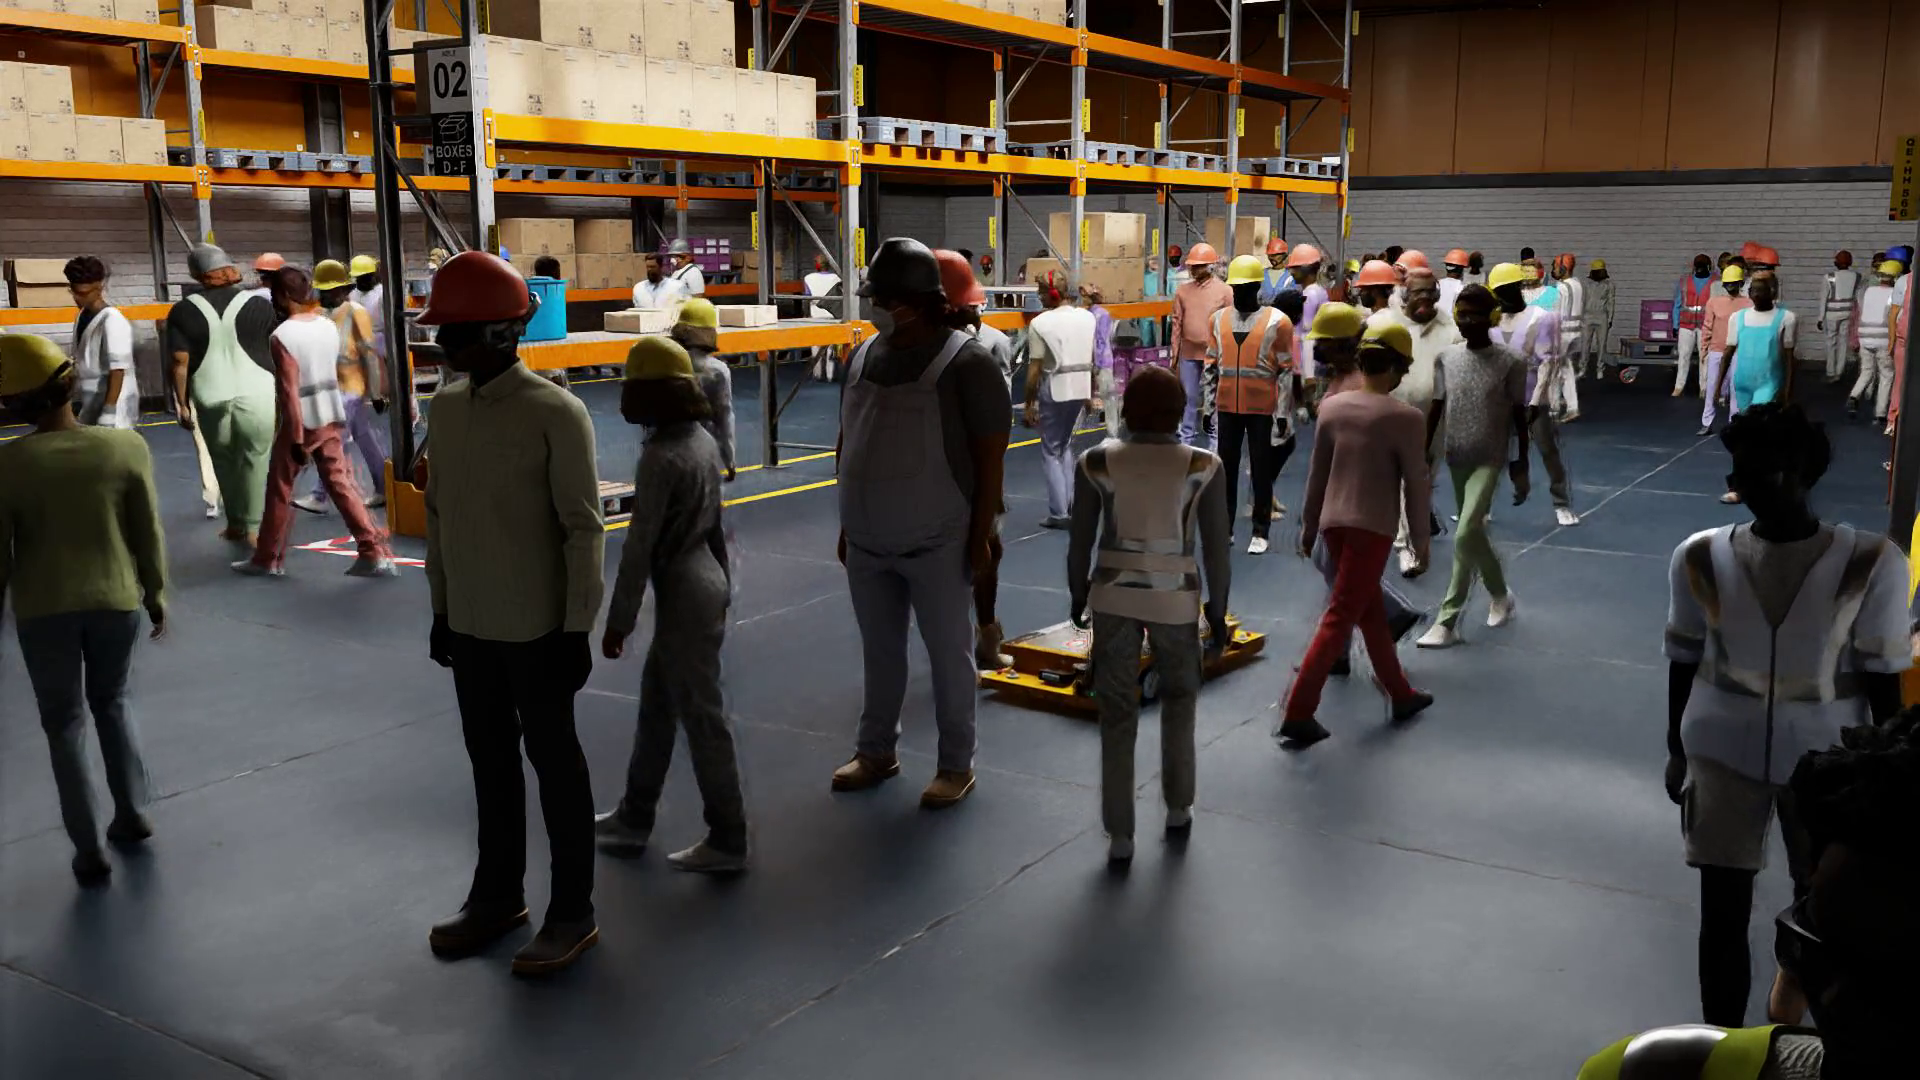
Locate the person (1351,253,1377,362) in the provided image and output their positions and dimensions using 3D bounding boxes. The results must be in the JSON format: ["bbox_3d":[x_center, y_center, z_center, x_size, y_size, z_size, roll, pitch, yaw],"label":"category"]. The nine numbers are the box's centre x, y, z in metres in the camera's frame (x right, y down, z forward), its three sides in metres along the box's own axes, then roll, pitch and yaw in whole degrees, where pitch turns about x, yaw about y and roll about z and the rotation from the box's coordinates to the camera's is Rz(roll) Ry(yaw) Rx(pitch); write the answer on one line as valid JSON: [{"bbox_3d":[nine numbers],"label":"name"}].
[{"bbox_3d":[5.739,-3.112,23.415,0.516,1.843,0.326,0,10,1],"label":"person"}]

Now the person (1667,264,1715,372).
[{"bbox_3d":[11.297,-3.406,25.444,0.874,1.703,0.563,-1,10,-6],"label":"person"}]

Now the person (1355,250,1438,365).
[{"bbox_3d":[3.411,-1.282,13.040,0.599,1.930,0.900,2,10,10],"label":"person"}]

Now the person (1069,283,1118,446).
[{"bbox_3d":[1.235,-1.684,16.155,0.811,1.601,0.527,-6,12,-30],"label":"person"}]

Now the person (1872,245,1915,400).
[{"bbox_3d":[11.804,-2.722,20.917,0.614,1.963,0.362,6,12,32],"label":"person"}]

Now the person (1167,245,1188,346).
[{"bbox_3d":[3.638,-4.021,28.204,0.552,1.933,0.368,6,12,32],"label":"person"}]

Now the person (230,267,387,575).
[{"bbox_3d":[-3.925,-0.695,9.976,0.973,1.872,0.601,3,11,15],"label":"person"}]

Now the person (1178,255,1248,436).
[{"bbox_3d":[2.644,-1.994,17.169,0.932,1.853,0.672,-6,12,-29],"label":"person"}]

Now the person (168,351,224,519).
[{"bbox_3d":[-5.561,-0.983,12.336,0.505,1.585,0.833,-5,11,-26],"label":"person"}]

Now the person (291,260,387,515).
[{"bbox_3d":[-4.612,-1.119,12.279,0.606,1.865,0.952,9,13,40],"label":"person"}]

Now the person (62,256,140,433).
[{"bbox_3d":[-5.664,-0.865,10.770,0.687,1.914,0.823,9,13,40],"label":"person"}]

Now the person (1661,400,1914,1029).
[{"bbox_3d":[1.919,0.498,3.907,0.543,1.663,0.763,6,12,31],"label":"person"}]

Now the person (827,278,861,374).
[{"bbox_3d":[-1.170,-2.014,17.761,0.534,1.679,0.560,6,12,31],"label":"person"}]

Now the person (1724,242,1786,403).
[{"bbox_3d":[9.882,-2.688,20.643,0.960,2.012,0.623,-2,10,-9],"label":"person"}]

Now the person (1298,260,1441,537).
[{"bbox_3d":[2.843,-0.941,11.283,0.987,1.895,0.565,4,11,23],"label":"person"}]

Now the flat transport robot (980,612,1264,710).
[{"bbox_3d":[0.785,0.508,7.723,0.652,0.197,1.431,8,13,37],"label":"flat transport robot"}]

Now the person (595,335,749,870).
[{"bbox_3d":[-1.008,0.213,5.317,0.716,1.713,0.501,1,10,8],"label":"person"}]

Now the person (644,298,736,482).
[{"bbox_3d":[-1.429,-0.473,9.189,0.493,1.694,0.866,4,11,20],"label":"person"}]

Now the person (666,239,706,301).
[{"bbox_3d":[-3.559,-2.823,21.271,0.536,2.000,0.688,-6,12,-32],"label":"person"}]

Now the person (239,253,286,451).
[{"bbox_3d":[-6.309,-1.634,15.054,0.548,1.910,0.661,9,13,40],"label":"person"}]

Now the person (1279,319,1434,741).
[{"bbox_3d":[1.651,-0.041,6.780,0.914,1.701,0.528,-6,12,-30],"label":"person"}]

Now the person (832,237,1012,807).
[{"bbox_3d":[-0.196,-0.059,5.958,0.688,2.000,0.536,6,12,32],"label":"person"}]

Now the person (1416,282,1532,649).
[{"bbox_3d":[2.639,-0.398,8.480,0.940,1.827,0.556,-10,14,-42],"label":"person"}]

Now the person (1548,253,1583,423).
[{"bbox_3d":[6.656,-2.213,18.347,0.540,1.880,0.589,9,14,41],"label":"person"}]

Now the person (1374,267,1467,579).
[{"bbox_3d":[2.795,-0.714,10.092,0.655,1.851,0.992,0,10,1],"label":"person"}]

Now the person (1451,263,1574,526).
[{"bbox_3d":[4.025,-1.024,11.819,0.820,1.873,0.618,-6,12,-31],"label":"person"}]

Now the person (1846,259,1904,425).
[{"bbox_3d":[10.042,-2.158,18.196,0.557,1.816,0.610,-5,12,-28],"label":"person"}]

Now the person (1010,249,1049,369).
[{"bbox_3d":[1.064,-3.558,25.797,0.714,1.908,0.668,1,10,3],"label":"person"}]

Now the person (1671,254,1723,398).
[{"bbox_3d":[9.485,-2.742,21.378,0.634,1.841,0.429,6,12,32],"label":"person"}]

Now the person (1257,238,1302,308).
[{"bbox_3d":[3.904,-2.700,20.583,0.615,2.041,0.392,6,12,32],"label":"person"}]

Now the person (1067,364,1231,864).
[{"bbox_3d":[0.623,0.226,5.546,0.543,1.611,0.668,2,10,10],"label":"person"}]
